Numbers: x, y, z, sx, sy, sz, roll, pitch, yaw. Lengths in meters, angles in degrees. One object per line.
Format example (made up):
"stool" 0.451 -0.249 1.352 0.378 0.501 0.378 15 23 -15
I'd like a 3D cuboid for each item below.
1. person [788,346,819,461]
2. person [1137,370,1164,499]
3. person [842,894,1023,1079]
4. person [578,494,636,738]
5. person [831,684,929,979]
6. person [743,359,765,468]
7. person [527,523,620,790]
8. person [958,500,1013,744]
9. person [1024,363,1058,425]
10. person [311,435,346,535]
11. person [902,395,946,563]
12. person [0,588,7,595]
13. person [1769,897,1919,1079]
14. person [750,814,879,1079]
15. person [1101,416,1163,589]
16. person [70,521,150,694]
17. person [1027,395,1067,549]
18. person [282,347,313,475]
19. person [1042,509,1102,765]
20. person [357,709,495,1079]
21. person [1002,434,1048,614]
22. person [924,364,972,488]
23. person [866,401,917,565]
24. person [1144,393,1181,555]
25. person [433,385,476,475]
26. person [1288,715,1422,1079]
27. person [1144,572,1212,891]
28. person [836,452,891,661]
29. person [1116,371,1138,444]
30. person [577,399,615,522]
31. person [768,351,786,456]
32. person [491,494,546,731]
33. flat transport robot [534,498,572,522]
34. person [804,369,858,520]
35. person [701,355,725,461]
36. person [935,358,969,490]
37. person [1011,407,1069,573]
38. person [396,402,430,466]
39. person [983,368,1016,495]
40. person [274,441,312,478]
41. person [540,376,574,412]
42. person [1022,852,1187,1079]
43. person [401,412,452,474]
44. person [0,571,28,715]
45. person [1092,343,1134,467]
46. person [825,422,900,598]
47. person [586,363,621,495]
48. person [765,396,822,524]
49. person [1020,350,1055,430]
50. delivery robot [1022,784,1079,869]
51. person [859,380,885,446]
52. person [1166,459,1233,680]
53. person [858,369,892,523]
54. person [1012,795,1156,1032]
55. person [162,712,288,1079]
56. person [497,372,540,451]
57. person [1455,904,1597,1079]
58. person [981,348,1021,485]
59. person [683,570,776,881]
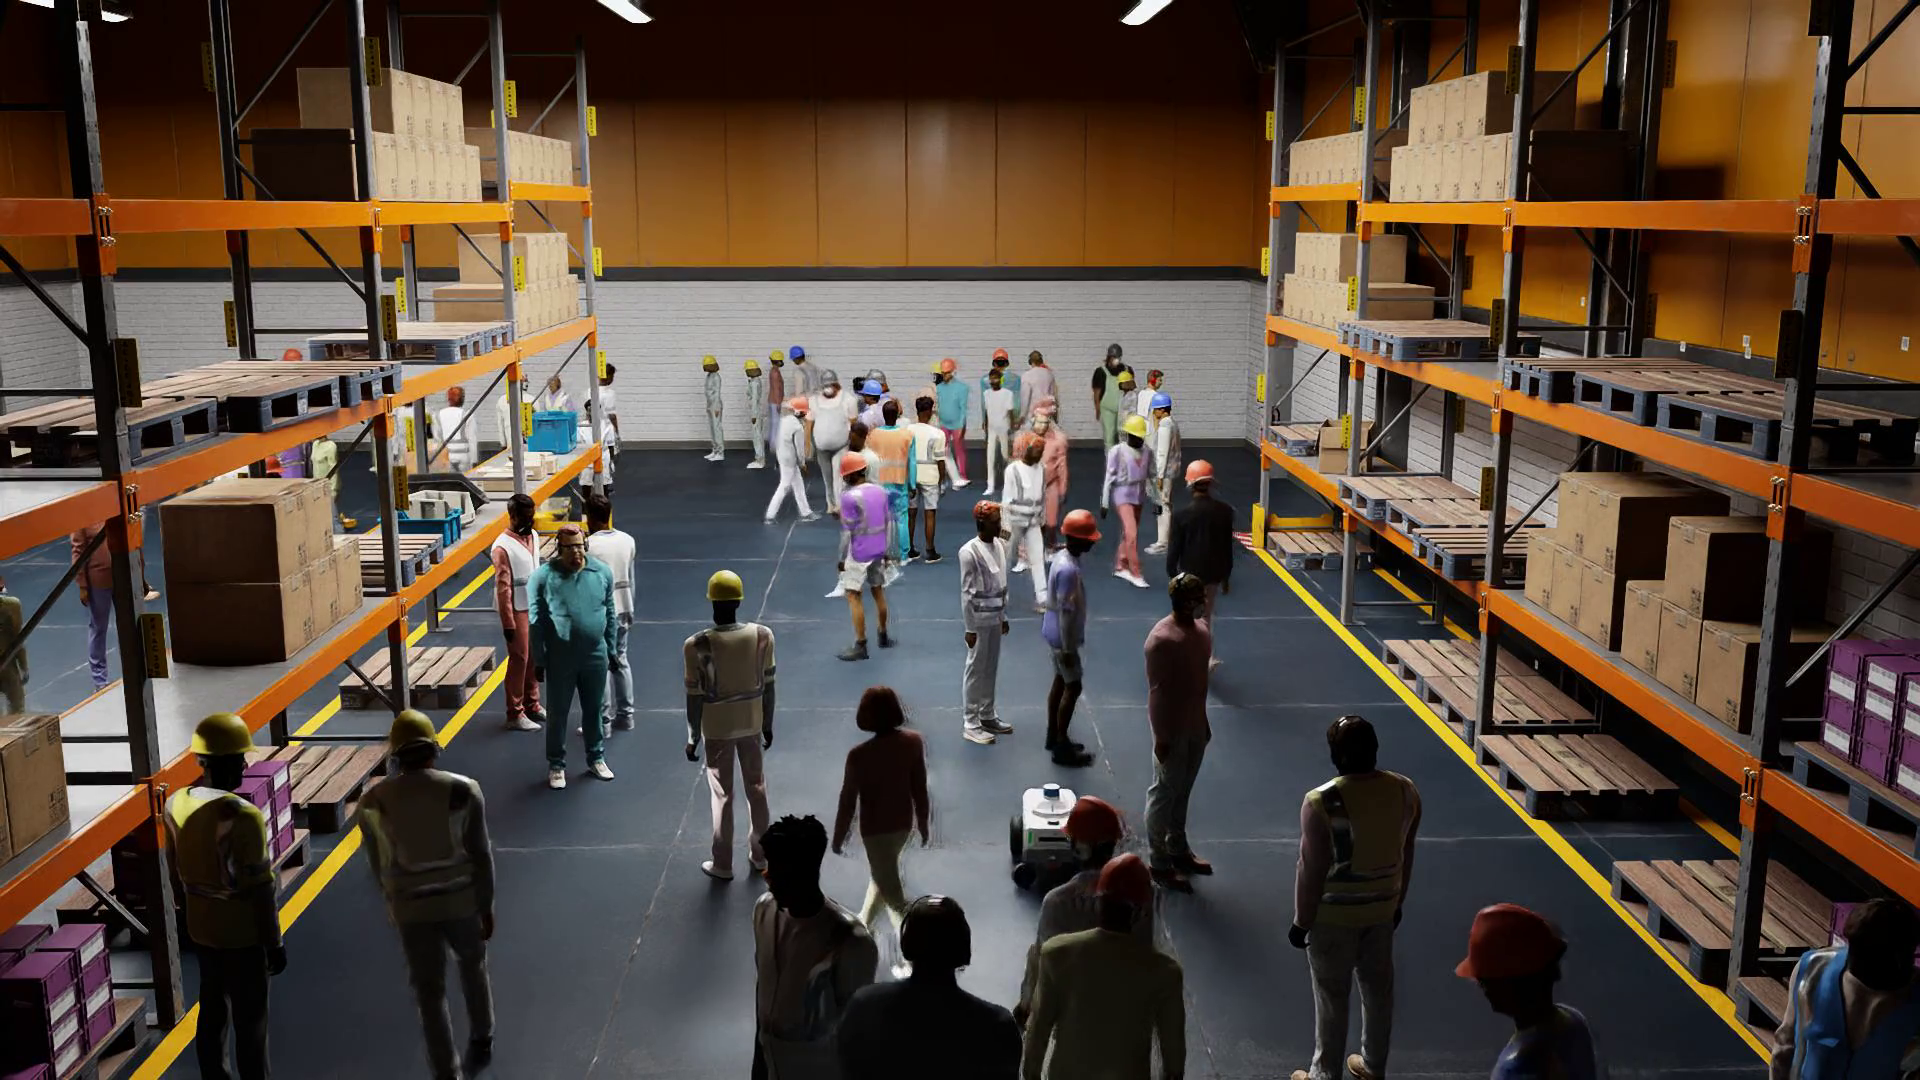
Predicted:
"person" -2.485 -2.218 27.098 0.555 1.901 0.679 5 13 25
"person" 2.694 -1.498 23.655 0.388 1.837 0.564 -3 12 -17
"person" -0.069 2.084 5.477 0.652 1.920 0.444 5 12 23
"person" -2.753 0.591 13.014 0.386 1.906 0.601 7 13 30
"person" -0.432 1.552 8.977 0.518 1.580 0.849 -10 15 -42
"person" -3.289 -2.015 26.507 0.320 1.738 0.485 0 11 -2
"person" -2.735 0.817 11.872 0.652 1.906 0.402 -7 13 -32
"person" 0.204 0.622 12.906 0.345 1.882 0.584 6 13 29
"person" 1.328 -1.975 26.379 0.555 1.712 0.799 -8 14 -35
"person" -7.369 -0.590 19.314 0.342 1.760 0.533 -11 16 -44
"person" -0.435 -0.708 19.409 0.599 1.958 0.377 4 12 21
"person" -10.461 -0.220 17.611 0.532 1.693 0.319 -2 11 -10
"person" 3.061 2.087 5.687 0.430 1.838 0.619 -10 15 -41
"person" -0.562 1.937 6.130 0.606 1.957 0.373 11 15 43
"person" 1.917 -0.419 18.138 0.715 1.872 0.856 -7 13 -33
"person" -7.179 0.332 14.079 0.379 1.996 0.611 7 13 32
"person" 0.996 -0.792 20.000 0.582 1.884 0.674 -5 12 -22
"person" -10.227 -1.993 25.753 0.399 1.993 0.619 -6 13 -26
"person" 0.831 0.699 12.414 0.425 1.924 0.655 1 11 4
"person" -2.482 1.694 7.803 0.594 1.770 0.856 -4 12 -17
"person" 0.688 -0.166 16.982 0.645 1.823 0.975 -8 14 -35
"person" -0.256 -1.651 24.355 0.973 1.865 0.602 8 14 34
"person" -0.790 -0.648 19.184 0.591 1.922 0.392 0 11 -2
"person" 2.434 -0.793 19.893 0.419 1.933 0.616 3 12 14
"person" -6.448 -1.054 21.347 0.563 1.877 0.429 0 11 2
"person" 1.782 1.697 7.643 0.621 1.838 0.429 -5 12 -23
"person" 1.349 1.143 10.158 0.372 1.940 0.627 8 14 34
"person" -0.910 0.128 15.360 0.443 1.899 0.900 8 14 34
"person" 2.454 -1.634 24.613 0.322 1.728 0.487 -6 13 -26
"person" -4.690 -0.973 21.376 0.536 1.696 0.321 -3 12 -14
"person" -3.045 -2.280 27.776 0.329 1.760 0.523 -2 11 -11
"person" -3.471 0.566 13.142 0.413 1.906 0.600 2 12 11
"flat transport robot" -5.493 -0.373 21.957 0.652 0.197 1.431 -2 11 -10
"person" -1.738 -1.301 22.156 0.704 2.000 1.010 2 11 7
"person" -4.072 -2.176 27.319 0.333 1.736 0.492 -6 13 -28
"person" -0.191 -1.642 24.090 0.619 1.946 1.003 6 13 28
"person" 0.894 -0.580 18.918 0.699 1.887 0.531 3 12 15
"person" -7.205 -1.139 21.712 0.590 1.901 0.785 5 12 25
"person" 0.596 -1.603 24.204 0.537 1.837 0.893 6 13 26
"person" -7.837 -0.696 19.406 0.367 1.927 0.584 8 14 36
"person" -6.080 -1.658 25.031 0.522 1.616 0.633 4 12 21
"person" 0.549 2.035 6.299 0.586 1.695 0.956 5 12 22
"person" -5.911 -0.501 18.561 0.609 1.868 0.920 1 11 5
"person" -7.054 0.911 12.159 0.522 1.598 0.790 -3 12 -14
"person" 2.427 -2.135 26.337 0.691 2.000 0.739 -4 12 -18
"person" -1.041 -0.350 17.857 0.960 1.881 0.598 -6 13 -28
"person" -5.145 -1.557 23.663 0.590 1.947 0.682 -11 15 -43
"person" -2.225 -1.049 21.789 0.792 1.706 0.579 -3 12 -14
"person" 1.186 -1.968 25.764 0.629 1.937 0.377 -8 14 -35
"delivery robot" 0.566 1.758 10.322 0.477 0.478 0.707 0 11 0
"person" -1.087 -1.062 21.182 0.379 1.950 0.608 4 12 21
"person" 2.086 0.298 14.294 0.624 1.971 0.581 -4 12 -20
"person" -1.110 -1.225 21.775 0.536 2.000 0.680 -3 12 -14
"person" 0.563 1.908 6.919 0.575 1.709 0.915 -10 15 -40
"person" -3.222 1.704 7.379 0.585 1.925 0.377 5 13 26
"person" -5.935 -1.323 22.604 0.646 1.907 0.401 3 12 17
"person" 1.726 2.111 5.143 0.508 2.004 0.644 8 14 35
"person" 0.610 -1.838 24.846 0.608 2.044 0.372 0 11 0
"person" -1.413 1.136 10.221 0.588 1.928 0.383 -6 13 -28
